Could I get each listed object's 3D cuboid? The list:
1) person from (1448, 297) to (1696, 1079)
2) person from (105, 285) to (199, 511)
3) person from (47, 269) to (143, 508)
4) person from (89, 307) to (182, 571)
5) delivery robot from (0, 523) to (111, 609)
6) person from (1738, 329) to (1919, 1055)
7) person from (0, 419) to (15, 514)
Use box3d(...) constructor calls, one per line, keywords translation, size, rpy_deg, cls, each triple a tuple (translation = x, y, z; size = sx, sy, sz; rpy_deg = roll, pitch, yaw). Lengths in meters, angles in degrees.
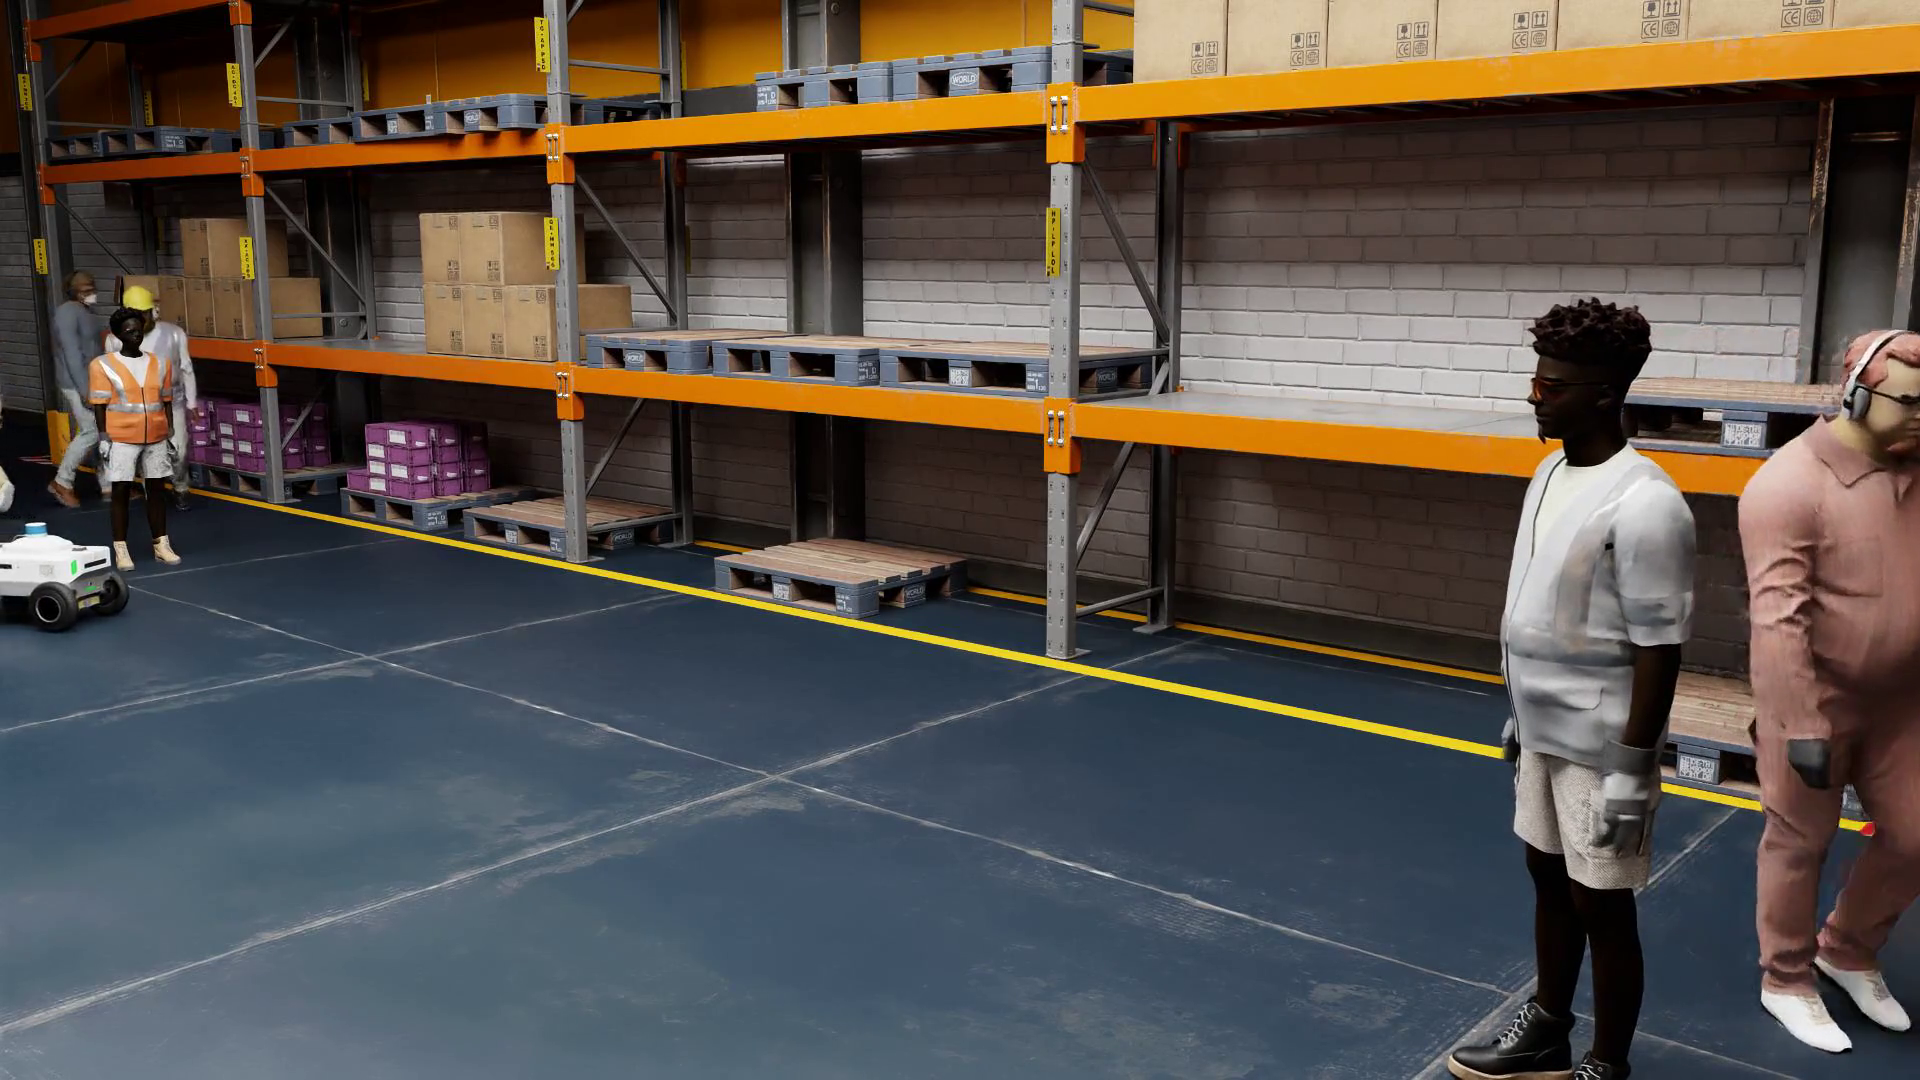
box3d(translation=(1.430, 0.432, 3.848), size=(0.374, 1.960, 0.607), rpy_deg=(-1, 10, -4), cls="person")
box3d(translation=(-6.159, -1.041, 12.698), size=(0.614, 1.800, 0.566), rpy_deg=(-4, 11, -24), cls="person")
box3d(translation=(-7.069, -1.215, 13.389), size=(0.546, 1.922, 0.678), rpy_deg=(-2, 10, -10), cls="person")
box3d(translation=(-5.338, -0.656, 10.791), size=(0.319, 1.699, 0.532), rpy_deg=(8, 13, 40), cls="person")
box3d(translation=(-5.096, 0.147, 9.204), size=(0.707, 0.478, 0.477), rpy_deg=(2, 10, 10), cls="delivery robot")
box3d(translation=(2.257, 0.404, 4.240), size=(0.674, 1.879, 0.455), rpy_deg=(-3, 10, -16), cls="person")
box3d(translation=(-7.601, -0.950, 12.726), size=(0.633, 1.605, 0.534), rpy_deg=(7, 12, 36), cls="person")
